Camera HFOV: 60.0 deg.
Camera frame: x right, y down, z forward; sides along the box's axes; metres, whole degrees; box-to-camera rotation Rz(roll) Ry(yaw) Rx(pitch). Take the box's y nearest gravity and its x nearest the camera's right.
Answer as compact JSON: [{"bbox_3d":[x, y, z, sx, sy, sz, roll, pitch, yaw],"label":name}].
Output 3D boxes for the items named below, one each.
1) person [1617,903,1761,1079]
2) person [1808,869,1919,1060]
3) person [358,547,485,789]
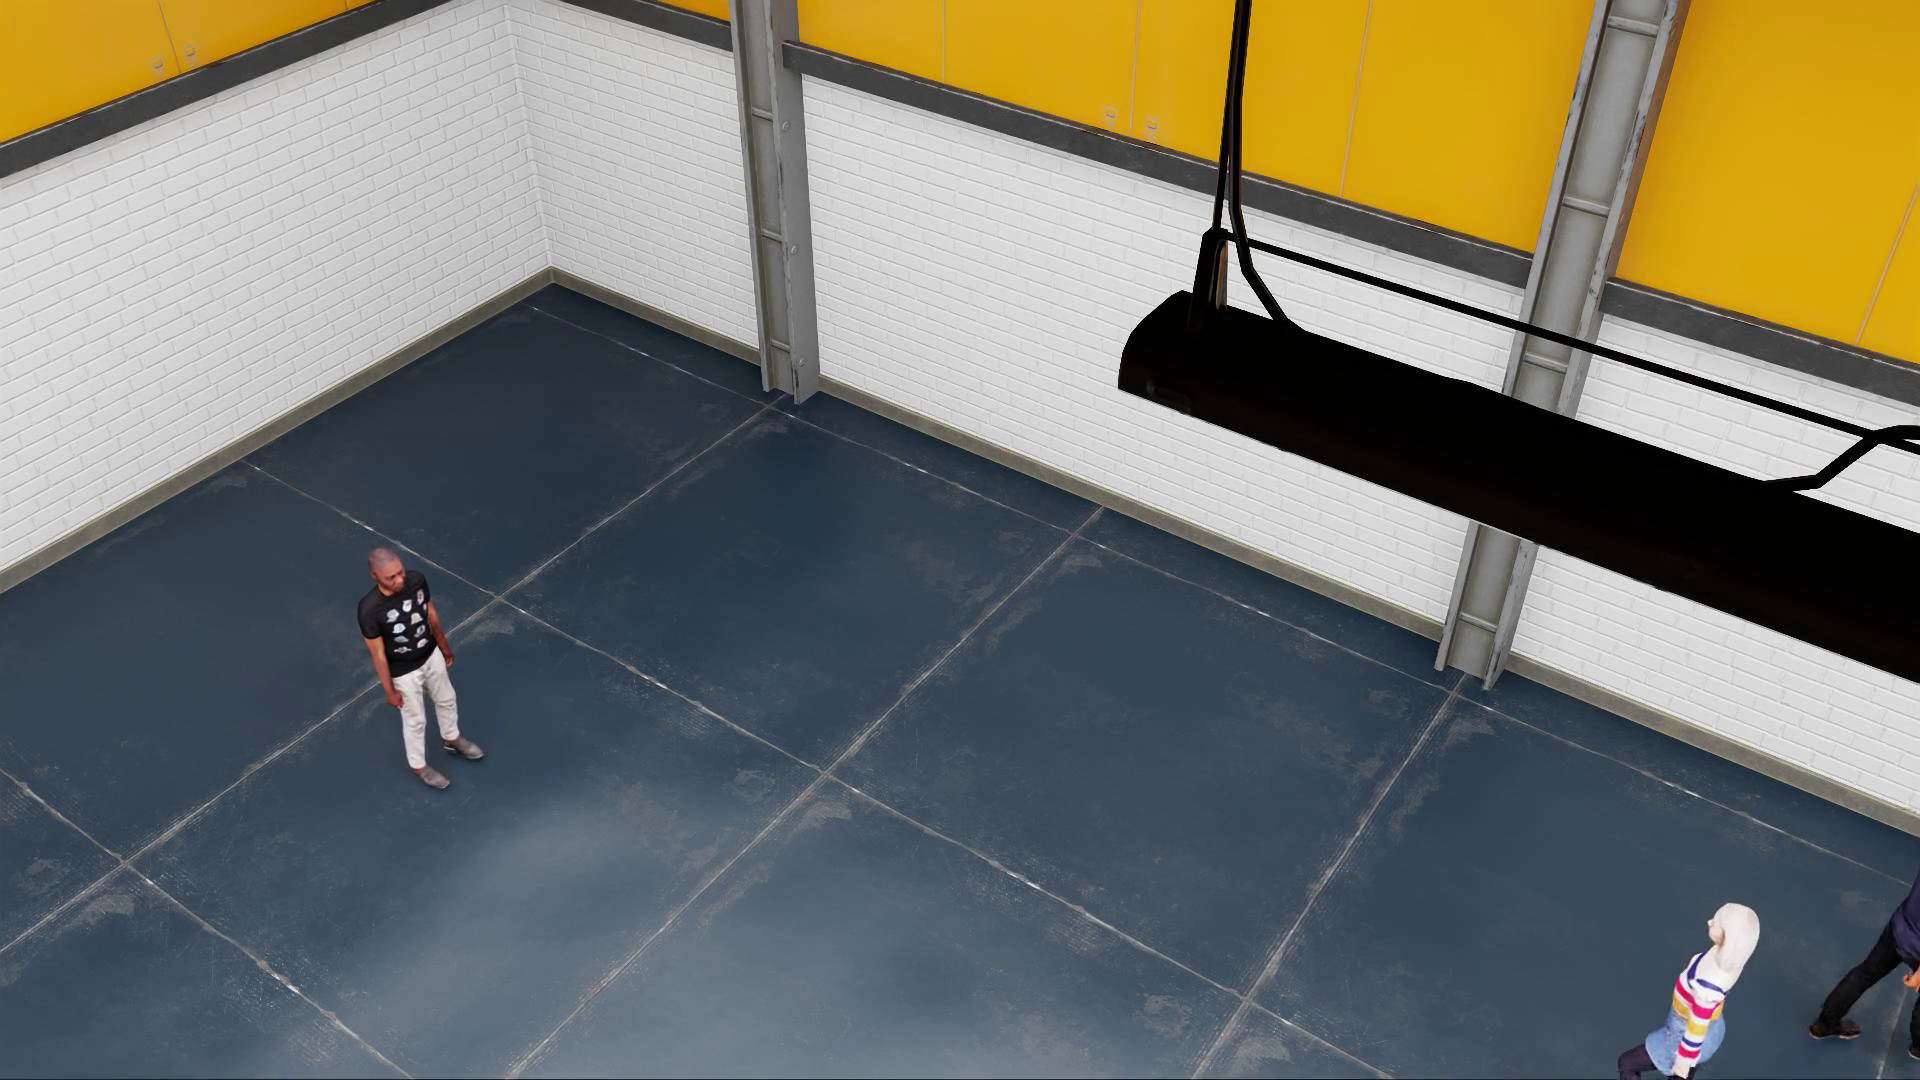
[{"bbox_3d":[3.592,2.418,8.010,0.759,1.793,0.703,30,47,32],"label":"person"},{"bbox_3d":[4.807,2.042,8.509,1.090,1.756,0.954,1,39,1],"label":"person"},{"bbox_3d":[-3.335,0.743,10.104,0.588,1.797,0.662,20,43,24],"label":"person"}]
